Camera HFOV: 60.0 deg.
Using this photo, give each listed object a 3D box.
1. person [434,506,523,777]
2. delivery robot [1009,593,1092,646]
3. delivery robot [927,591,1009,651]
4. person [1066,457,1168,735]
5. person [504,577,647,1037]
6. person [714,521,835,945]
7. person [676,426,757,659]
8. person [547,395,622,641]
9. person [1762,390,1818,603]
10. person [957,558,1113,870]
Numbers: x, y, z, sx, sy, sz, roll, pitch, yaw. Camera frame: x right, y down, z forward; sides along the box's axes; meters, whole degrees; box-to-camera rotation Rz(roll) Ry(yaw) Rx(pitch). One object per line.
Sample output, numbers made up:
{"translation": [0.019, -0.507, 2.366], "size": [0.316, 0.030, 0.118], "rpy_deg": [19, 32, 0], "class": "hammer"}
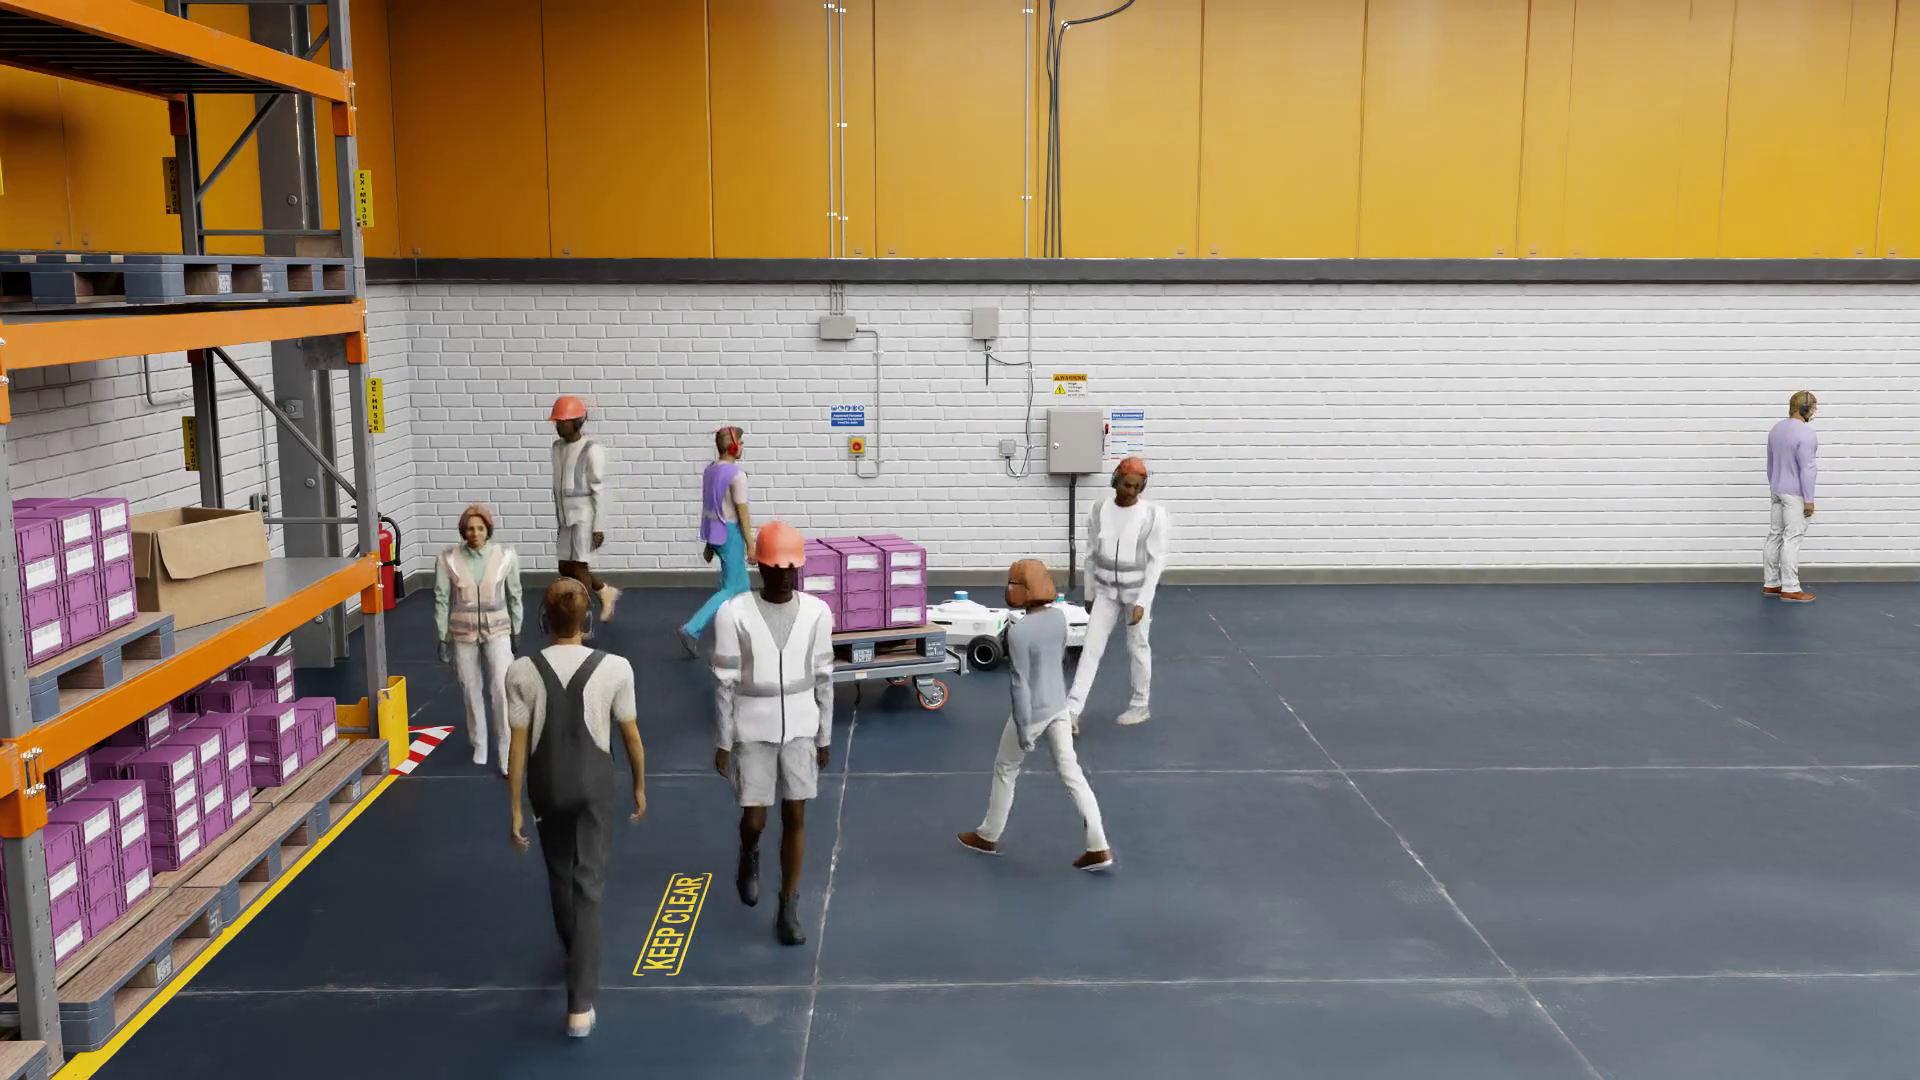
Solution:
{"translation": [-2.880, 0.613, 9.979], "size": [0.513, 1.610, 0.746], "rpy_deg": [-2, 10, -15], "class": "person"}
{"translation": [0.748, 0.648, 12.706], "size": [0.707, 0.478, 0.477], "rpy_deg": [-3, 9, -15], "class": "delivery robot"}
{"translation": [0.009, 0.637, 12.773], "size": [0.707, 0.478, 0.477], "rpy_deg": [2, 9, 13], "class": "delivery robot"}
{"translation": [1.033, 0.371, 10.809], "size": [0.592, 1.823, 0.939], "rpy_deg": [5, 10, 27], "class": "person"}
{"translation": [-1.566, 1.037, 6.835], "size": [0.534, 1.791, 0.990], "rpy_deg": [-1, 9, -8], "class": "person"}
{"translation": [-0.849, 0.852, 7.562], "size": [0.570, 1.926, 0.550], "rpy_deg": [-3, 10, -20], "class": "person"}
{"translation": [-1.865, 0.013, 13.031], "size": [0.798, 1.818, 0.573], "rpy_deg": [-6, 11, -31], "class": "person"}
{"translation": [-3.054, -0.184, 13.599], "size": [0.613, 2.029, 0.666], "rpy_deg": [8, 12, 39], "class": "person"}
{"translation": [7.616, -0.402, 15.220], "size": [0.372, 1.934, 0.627], "rpy_deg": [-1, 9, -5], "class": "person"}
{"translation": [0.401, 0.879, 8.429], "size": [0.891, 1.588, 0.498], "rpy_deg": [8, 12, 40], "class": "person"}
